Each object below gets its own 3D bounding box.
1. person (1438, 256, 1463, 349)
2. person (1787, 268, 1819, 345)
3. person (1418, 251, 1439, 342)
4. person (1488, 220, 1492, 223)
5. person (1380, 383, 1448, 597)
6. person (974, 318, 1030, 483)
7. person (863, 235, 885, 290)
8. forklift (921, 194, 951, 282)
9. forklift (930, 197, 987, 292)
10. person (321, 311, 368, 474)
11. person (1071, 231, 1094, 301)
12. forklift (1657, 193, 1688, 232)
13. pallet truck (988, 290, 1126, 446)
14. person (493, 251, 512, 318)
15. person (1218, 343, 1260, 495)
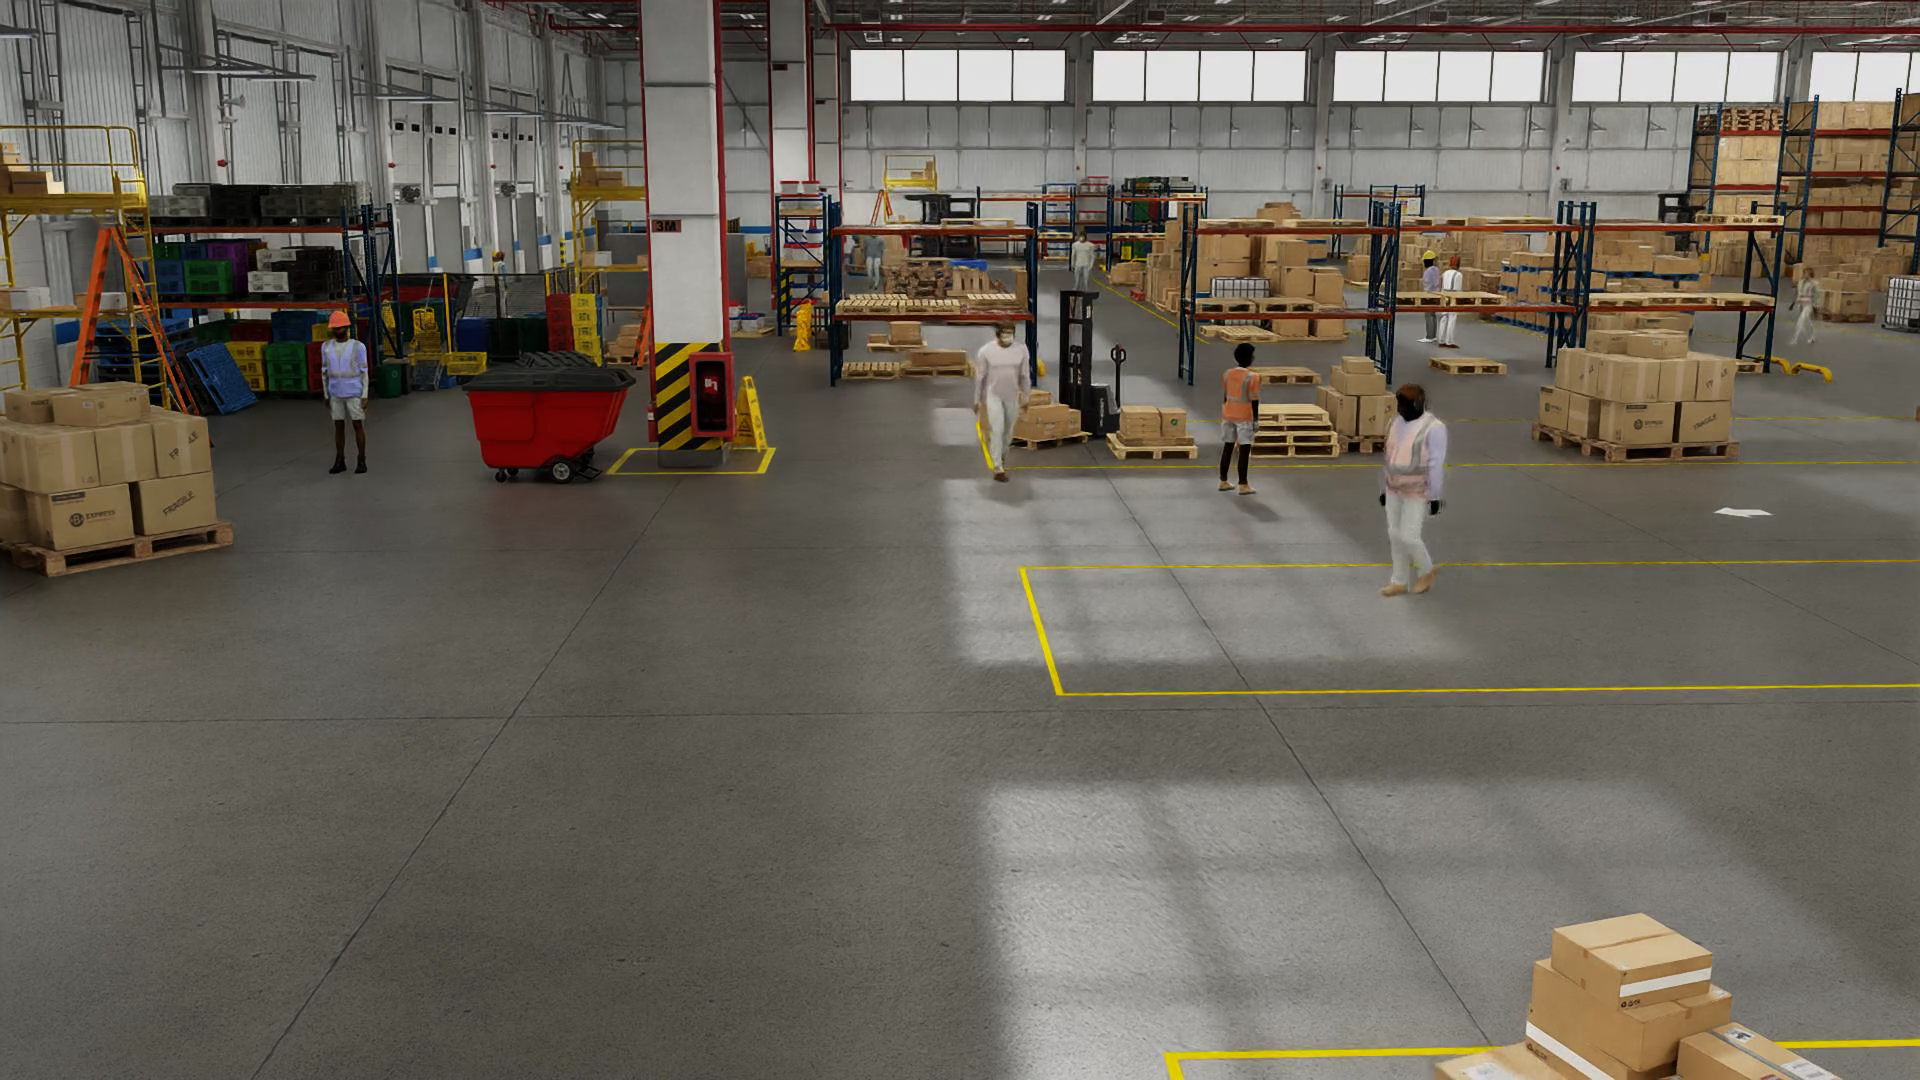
[{"bbox_3d":[9.976,-4.817,33.764,0.349,1.877,0.577,-5,13,-20],"label":"person"},{"bbox_3d":[17.642,-4.873,34.643,0.876,1.596,0.506,-4,13,-17],"label":"person"},{"bbox_3d":[9.896,-5.137,35.117,0.408,1.918,0.584,8,15,31],"label":"person"},{"bbox_3d":[18.361,-10.158,57.830,0.550,1.899,0.859,-8,15,-33],"label":"person"},{"bbox_3d":[3.758,-0.406,13.948,0.444,1.825,0.656,-7,14,-29],"label":"person"},{"bbox_3d":[0.476,-1.670,19.515,0.661,1.903,0.862,-3,13,-12],"label":"person"},{"bbox_3d":[-2.608,-8.484,50.228,0.659,1.911,0.762,0,12,2],"label":"person"},{"bbox_3d":[-0.640,-9.882,54.339,1.873,2.768,1.129,-7,14,-28],"label":"forklift"},{"bbox_3d":[-0.008,-8.386,47.582,1.129,2.768,1.873,-5,13,-21],"label":"forklift"},{"bbox_3d":[-7.304,-1.749,19.759,0.542,1.939,0.362,0,12,1],"label":"person"},{"bbox_3d":[3.408,-7.611,46.233,0.629,1.937,0.377,2,13,11],"label":"person"},{"bbox_3d":[24.080,-10.358,56.485,1.129,2.768,1.873,-3,13,-14],"label":"forklift"},{"bbox_3d":[1.257,-2.299,22.111,1.885,1.965,0.823,-9,15,-35],"label":"pallet truck"},{"bbox_3d":[-11.274,-6.263,40.847,0.319,1.631,0.525,-11,16,-40],"label":"person"},{"bbox_3d":[3.123,-1.353,18.549,0.321,1.691,0.534,-10,16,-37],"label":"person"}]
